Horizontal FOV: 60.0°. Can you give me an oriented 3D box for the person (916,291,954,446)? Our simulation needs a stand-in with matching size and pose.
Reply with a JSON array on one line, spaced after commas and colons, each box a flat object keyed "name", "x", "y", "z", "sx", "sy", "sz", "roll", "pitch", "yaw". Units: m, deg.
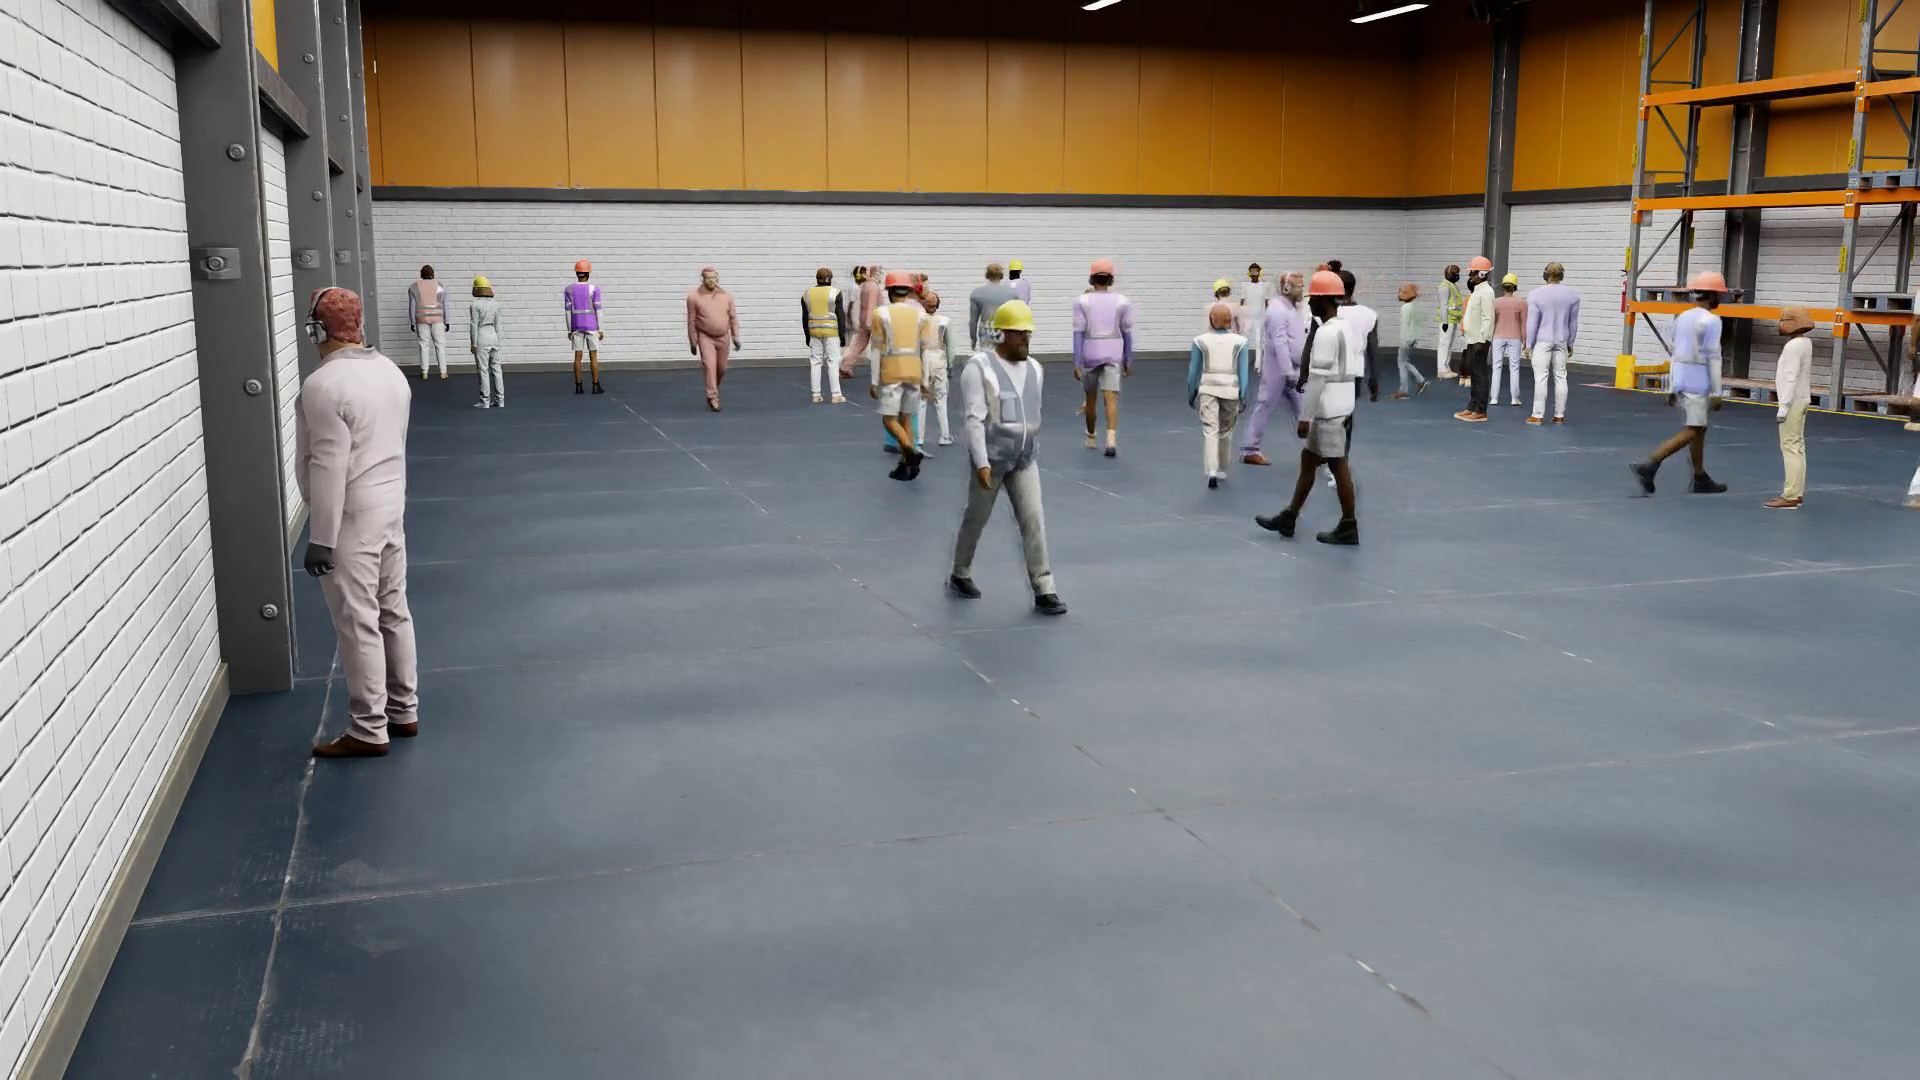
[{"name": "person", "x": -0.314, "y": -1.809, "z": 17.613, "sx": 0.514, "sy": 1.642, "sz": 0.310, "roll": 1, "pitch": 10, "yaw": 7}]

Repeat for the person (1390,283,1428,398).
[{"name": "person", "x": 6.301, "y": -2.787, "z": 23.311, "sx": 0.418, "sy": 1.618, "sz": 0.522, "roll": 7, "pitch": 12, "yaw": 34}]

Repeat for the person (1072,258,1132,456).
[{"name": "person", "x": 1.454, "y": -1.862, "z": 16.924, "sx": 0.624, "sy": 1.998, "sz": 1.041, "roll": -1, "pitch": 10, "yaw": -4}]

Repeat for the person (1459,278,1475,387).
[{"name": "person", "x": 7.811, "y": -3.179, "z": 25.381, "sx": 0.321, "sy": 1.697, "sz": 0.529, "roll": 0, "pitch": 10, "yaw": 1}]

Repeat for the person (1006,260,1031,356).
[{"name": "person", "x": 0.920, "y": -3.703, "z": 27.766, "sx": 0.384, "sy": 1.924, "sz": 0.633, "roll": 8, "pitch": 13, "yaw": 38}]

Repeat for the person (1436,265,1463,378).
[{"name": "person", "x": 8.043, "y": -3.584, "z": 27.307, "sx": 0.429, "sy": 1.842, "sz": 0.637, "roll": 5, "pitch": 11, "yaw": 29}]

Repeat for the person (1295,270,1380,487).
[{"name": "person", "x": 3.312, "y": -1.415, "z": 14.655, "sx": 0.613, "sy": 1.881, "sz": 0.893, "roll": -2, "pitch": 10, "yaw": -14}]

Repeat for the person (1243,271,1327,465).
[{"name": "person", "x": 3.165, "y": -1.616, "z": 15.854, "sx": 0.989, "sy": 1.856, "sz": 0.643, "roll": 6, "pitch": 12, "yaw": 32}]

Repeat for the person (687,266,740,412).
[{"name": "person", "x": -3.241, "y": -2.636, "z": 21.732, "sx": 0.638, "sy": 1.880, "sz": 0.896, "roll": -5, "pitch": 11, "yaw": -26}]

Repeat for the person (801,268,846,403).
[{"name": "person", "x": -1.839, "y": -2.786, "z": 22.708, "sx": 0.621, "sy": 1.837, "sz": 0.429, "roll": 3, "pitch": 10, "yaw": 18}]

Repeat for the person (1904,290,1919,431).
[{"name": "person", "x": 11.245, "y": -2.273, "z": 19.145, "sx": 0.683, "sy": 2.000, "sz": 0.535, "roll": 0, "pitch": 10, "yaw": 0}]

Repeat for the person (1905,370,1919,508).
[{"name": "person", "x": 7.834, "y": -1.141, "z": 13.151, "sx": 0.608, "sy": 1.841, "sz": 0.537, "roll": -5, "pitch": 11, "yaw": -27}]

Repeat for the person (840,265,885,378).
[{"name": "person", "x": -1.493, "y": -3.535, "z": 27.017, "sx": 0.976, "sy": 1.856, "sz": 0.643, "roll": -3, "pitch": 10, "yaw": -19}]

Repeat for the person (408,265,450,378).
[{"name": "person", "x": -8.648, "y": -3.552, "z": 27.127, "sx": 0.634, "sy": 1.841, "sz": 0.429, "roll": -3, "pitch": 10, "yaw": -19}]

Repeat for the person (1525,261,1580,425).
[{"name": "person", "x": 7.005, "y": -2.326, "z": 19.746, "sx": 0.630, "sy": 1.940, "sz": 0.372, "roll": -1, "pitch": 10, "yaw": -5}]

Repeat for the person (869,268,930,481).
[{"name": "person", "x": -0.495, "y": -1.439, "z": 14.700, "sx": 0.565, "sy": 1.913, "sz": 0.726, "roll": -5, "pitch": 11, "yaw": -27}]

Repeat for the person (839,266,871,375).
[{"name": "person", "x": -1.678, "y": -3.666, "z": 27.841, "sx": 0.993, "sy": 1.813, "sz": 0.552, "roll": 0, "pitch": 10, "yaw": -1}]

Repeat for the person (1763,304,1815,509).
[{"name": "person", "x": 6.651, "y": -1.063, "z": 13.317, "sx": 0.270, "sy": 1.631, "sz": 0.507, "roll": 8, "pitch": 12, "yaw": 38}]

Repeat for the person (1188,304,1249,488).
[{"name": "person", "x": 2.269, "y": -1.270, "z": 14.637, "sx": 0.520, "sy": 1.593, "sz": 0.877, "roll": 1, "pitch": 10, "yaw": 8}]

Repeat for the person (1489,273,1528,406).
[{"name": "person", "x": 7.324, "y": -2.675, "z": 22.264, "sx": 0.522, "sy": 1.769, "sz": 0.317, "roll": 4, "pitch": 11, "yaw": 22}]

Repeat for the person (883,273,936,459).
[{"name": "person", "x": -0.501, "y": -1.724, "z": 16.544, "sx": 0.421, "sy": 1.846, "sz": 0.772, "roll": -4, "pitch": 11, "yaw": -21}]

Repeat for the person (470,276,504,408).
[{"name": "person", "x": -6.280, "y": -2.610, "z": 21.984, "sx": 0.334, "sy": 1.734, "sz": 0.480, "roll": 5, "pitch": 11, "yaw": 29}]

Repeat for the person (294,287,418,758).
[{"name": "person", "x": -2.483, "y": -0.068, "z": 6.774, "sx": 0.400, "sy": 1.903, "sz": 0.645, "roll": 2, "pitch": 10, "yaw": 10}]

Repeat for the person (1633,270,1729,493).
[{"name": "person", "x": 6.111, "y": -1.312, "z": 13.991, "sx": 0.870, "sy": 1.905, "sz": 0.543, "roll": -2, "pitch": 10, "yaw": -10}]

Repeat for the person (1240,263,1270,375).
[{"name": "person", "x": 4.941, "y": -3.711, "z": 27.964, "sx": 0.534, "sy": 1.868, "sz": 0.309, "roll": 2, "pitch": 10, "yaw": 11}]

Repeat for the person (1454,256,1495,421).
[{"name": "person", "x": 6.300, "y": -2.442, "z": 20.256, "sx": 0.376, "sy": 1.995, "sz": 0.612, "roll": 1, "pitch": 10, "yaw": 3}]

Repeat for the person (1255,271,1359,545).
[{"name": "person", "x": 2.451, "y": -0.922, "z": 11.702, "sx": 0.875, "sy": 1.905, "sz": 0.570, "roll": 4, "pitch": 11, "yaw": 24}]

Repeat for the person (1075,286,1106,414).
[{"name": "person", "x": 1.729, "y": -2.427, "z": 21.242, "sx": 0.605, "sy": 1.617, "sz": 0.510, "roll": -6, "pitch": 11, "yaw": -30}]

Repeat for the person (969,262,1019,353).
[{"name": "person", "x": 0.444, "y": -2.594, "z": 21.334, "sx": 0.655, "sy": 1.921, "sz": 0.668, "roll": 1, "pitch": 10, "yaw": 3}]

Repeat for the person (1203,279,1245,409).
[{"name": "person", "x": 3.440, "y": -2.531, "z": 21.631, "sx": 0.561, "sy": 1.698, "sz": 0.972, "roll": 1, "pitch": 10, "yaw": 6}]

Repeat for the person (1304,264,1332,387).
[{"name": "person", "x": 5.563, "y": -3.249, "z": 25.294, "sx": 0.689, "sy": 1.862, "sz": 0.620, "roll": -4, "pitch": 11, "yaw": -24}]

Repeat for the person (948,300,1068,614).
[{"name": "person", "x": 0.237, "y": -0.491, "z": 9.596, "sx": 0.592, "sy": 1.787, "sz": 0.947, "roll": -6, "pitch": 12, "yaw": -32}]

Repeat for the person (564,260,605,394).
[{"name": "person", "x": -5.434, "y": -3.078, "z": 24.096, "sx": 0.543, "sy": 1.939, "sz": 0.360, "roll": 1, "pitch": 10, "yaw": 3}]

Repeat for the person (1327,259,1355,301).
[{"name": "person", "x": 6.025, "y": -3.516, "z": 26.625, "sx": 0.627, "sy": 1.941, "sz": 0.861, "roll": 1, "pitch": 10, "yaw": 9}]
